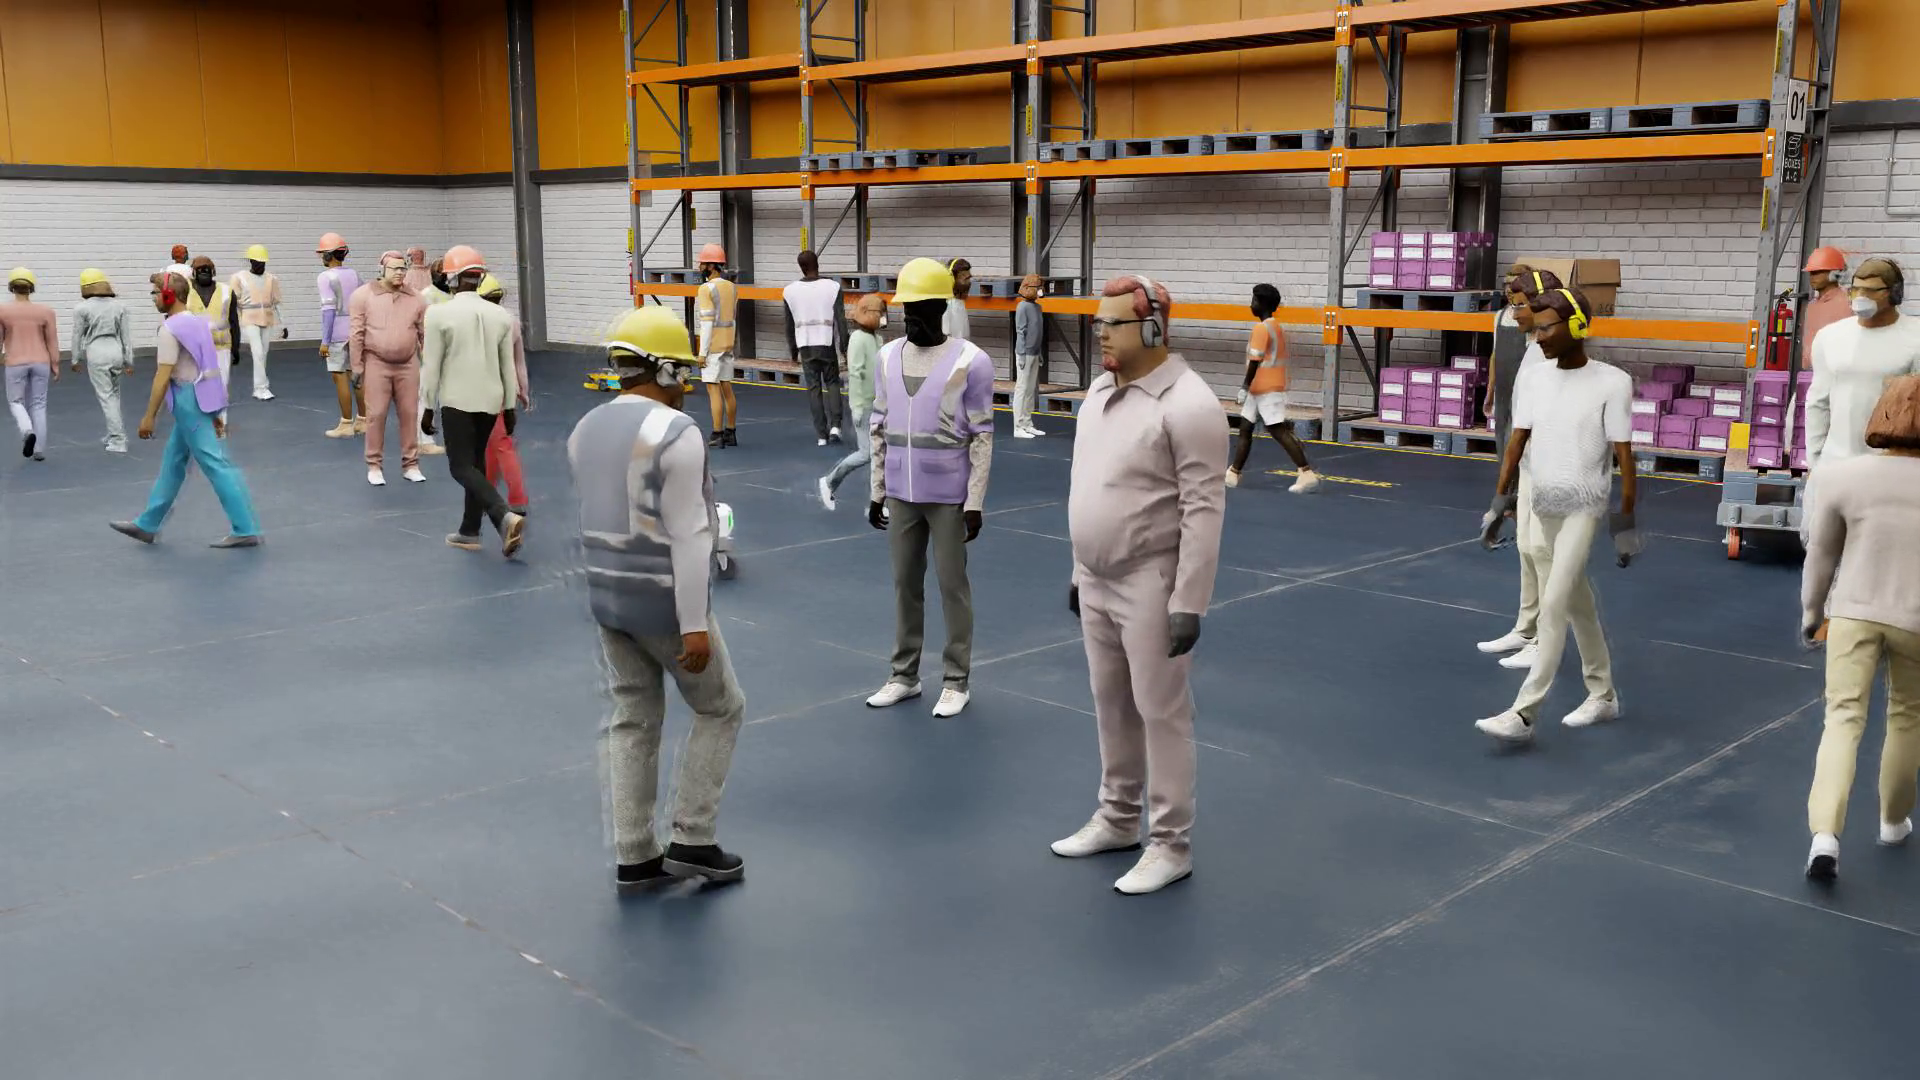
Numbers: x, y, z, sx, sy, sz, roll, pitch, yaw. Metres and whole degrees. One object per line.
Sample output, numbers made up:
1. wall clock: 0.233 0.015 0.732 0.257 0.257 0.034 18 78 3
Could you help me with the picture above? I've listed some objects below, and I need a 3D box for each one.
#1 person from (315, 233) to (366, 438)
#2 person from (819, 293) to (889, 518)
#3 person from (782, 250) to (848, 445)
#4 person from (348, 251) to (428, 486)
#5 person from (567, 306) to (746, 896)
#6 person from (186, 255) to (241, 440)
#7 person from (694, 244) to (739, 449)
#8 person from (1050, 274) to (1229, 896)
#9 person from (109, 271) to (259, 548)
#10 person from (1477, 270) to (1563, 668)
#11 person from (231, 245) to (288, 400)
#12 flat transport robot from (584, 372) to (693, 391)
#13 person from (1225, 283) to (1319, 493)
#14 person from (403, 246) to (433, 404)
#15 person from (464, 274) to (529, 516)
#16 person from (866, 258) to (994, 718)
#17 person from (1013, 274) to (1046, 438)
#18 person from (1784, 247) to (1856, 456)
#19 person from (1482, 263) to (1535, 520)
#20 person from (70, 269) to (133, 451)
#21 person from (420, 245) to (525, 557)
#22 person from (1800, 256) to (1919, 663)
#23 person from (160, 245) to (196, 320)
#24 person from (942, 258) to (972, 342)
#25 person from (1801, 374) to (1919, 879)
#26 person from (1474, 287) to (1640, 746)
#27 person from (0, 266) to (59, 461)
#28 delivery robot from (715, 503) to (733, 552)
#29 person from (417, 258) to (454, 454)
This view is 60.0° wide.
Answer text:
1. person: -6.216 -2.036 16.642 0.391 2.040 0.615 3 11 15
2. person: -0.705 -0.947 11.855 0.528 1.617 0.514 4 11 22
3. person: -1.390 -1.860 16.136 0.647 1.882 0.516 0 10 -1
4. person: -4.635 -1.408 13.626 0.679 1.899 0.412 -8 13 -37
5. person: -0.918 0.189 5.146 0.604 1.807 0.521 9 14 40
6. person: -7.457 -1.902 16.477 0.634 1.830 0.488 -6 12 -31
7. person: -2.335 -1.833 15.823 0.358 1.937 0.552 5 11 24
8. person: 0.528 0.136 5.173 0.403 1.904 0.651 -6 12 -28
9. person: -5.050 -0.819 10.706 0.994 1.786 0.573 -2 11 -8
10. person: 2.693 -0.323 7.794 0.333 1.865 0.520 1 10 3
11. person: -8.519 -2.643 20.349 0.853 1.887 0.606 8 13 39
12. flat transport robot: -4.172 -2.044 21.520 1.431 0.197 0.652 9 14 41
13. person: 2.448 -1.197 13.133 0.892 1.653 0.534 4 11 19
14. person: -6.432 -2.542 19.810 0.423 1.886 0.652 9 14 40
15. person: -3.461 -1.049 12.062 0.787 1.732 0.552 5 12 26
16. person: -0.139 -0.216 7.029 0.586 1.928 0.364 6 12 30
17. person: 0.706 -1.847 16.727 0.285 1.633 0.501 5 12 26
18. person: 6.486 -1.196 12.358 1.039 1.951 0.604 -2 11 -9
19. person: 3.923 -1.026 11.729 0.423 1.832 0.504 -4 11 -23
20. person: -8.138 -1.693 15.705 0.768 1.704 0.484 7 12 33
21. person: -3.043 -0.865 10.479 0.876 1.970 0.611 8 13 38
22. person: 4.241 -0.357 7.802 0.419 1.923 0.643 -8 13 -36
23. person: -11.261 -3.330 24.133 0.578 1.882 0.346 -1 10 -8
24. person: -0.079 -1.314 13.264 0.474 1.845 0.515 4 11 21
25. person: 2.936 0.272 5.299 0.506 1.596 0.839 7 13 34
26. person: 2.378 -0.087 6.644 1.000 1.806 0.517 -6 12 -31
27. person: -8.332 -1.560 14.846 0.563 1.741 0.558 -8 13 -36
28. delivery robot: -1.703 -0.083 9.793 0.707 0.478 0.477 -4 11 -19
29. person: -4.652 -1.671 15.308 0.915 1.799 0.652 3 11 15
